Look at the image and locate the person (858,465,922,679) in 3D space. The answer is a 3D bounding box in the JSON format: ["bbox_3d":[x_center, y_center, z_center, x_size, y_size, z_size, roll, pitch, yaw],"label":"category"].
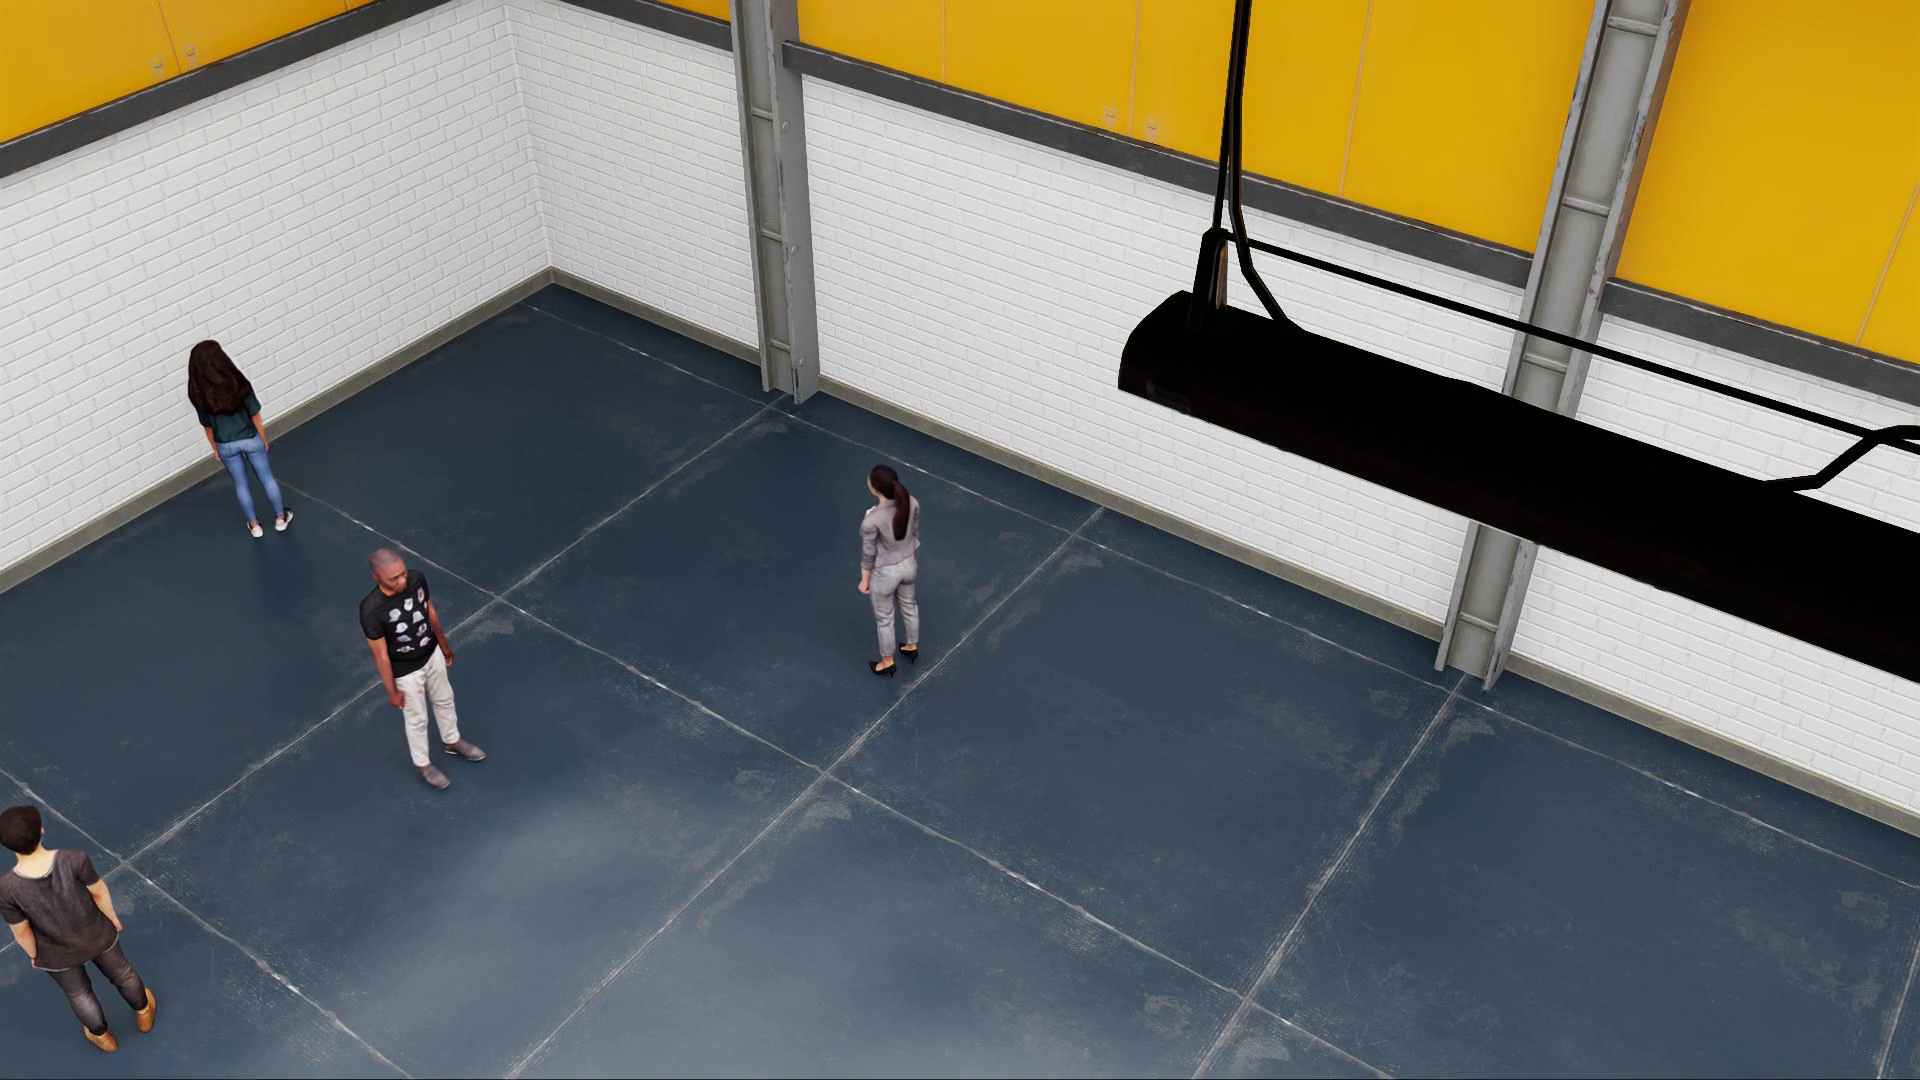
[{"bbox_3d":[-0.446,0.212,10.863,0.678,1.679,0.664,-27,46,-30],"label":"person"}]

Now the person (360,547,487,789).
[{"bbox_3d":[-3.331,0.738,10.107,0.644,1.801,0.682,19,43,23],"label":"person"}]

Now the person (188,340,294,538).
[{"bbox_3d":[-5.249,-0.728,12.091,0.708,1.615,0.753,-12,40,-14],"label":"person"}]

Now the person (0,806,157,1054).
[{"bbox_3d":[-4.582,2.017,8.572,0.682,1.717,0.658,-24,44,-27],"label":"person"}]
